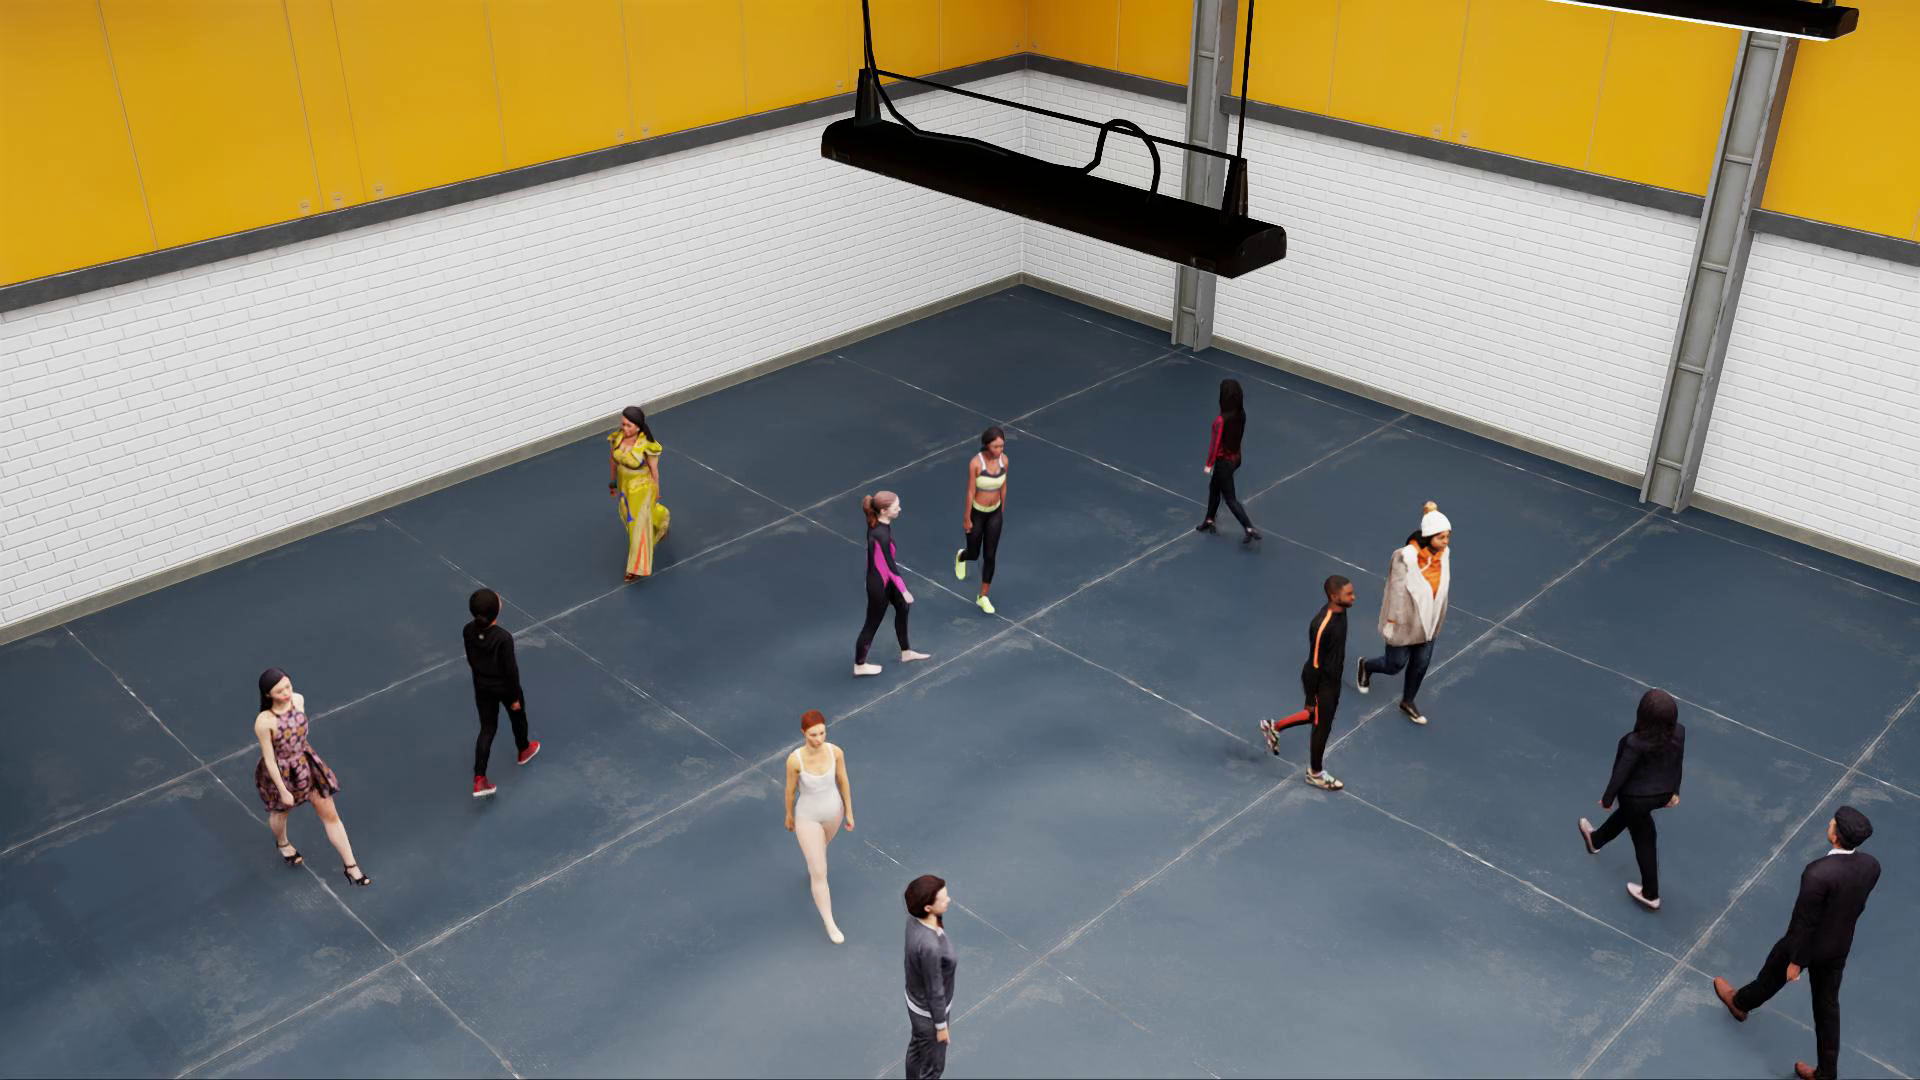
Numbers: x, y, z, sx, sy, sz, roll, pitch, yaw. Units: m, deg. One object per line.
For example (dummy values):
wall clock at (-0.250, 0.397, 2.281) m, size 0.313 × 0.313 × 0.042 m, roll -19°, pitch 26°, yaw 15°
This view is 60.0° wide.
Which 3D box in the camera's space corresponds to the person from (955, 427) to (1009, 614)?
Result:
person at (0.175, -0.238, 14.666) m, size 0.826 × 1.727 × 1.039 m, roll -9°, pitch 30°, yaw -16°

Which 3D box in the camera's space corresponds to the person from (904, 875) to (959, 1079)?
person at (-0.183, 2.610, 9.401) m, size 0.750 × 1.768 × 0.621 m, roll -8°, pitch 30°, yaw -14°

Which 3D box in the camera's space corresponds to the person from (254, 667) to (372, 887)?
person at (-4.593, 1.600, 11.307) m, size 1.194 × 1.718 × 0.850 m, roll 14°, pitch 31°, yaw 23°

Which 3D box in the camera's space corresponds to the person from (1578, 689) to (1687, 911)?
person at (4.644, 1.769, 11.152) m, size 0.878 × 1.569 × 1.158 m, roll -14°, pitch 32°, yaw -24°

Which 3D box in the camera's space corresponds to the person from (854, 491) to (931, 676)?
person at (-0.732, 0.392, 13.524) m, size 0.924 × 1.714 × 0.918 m, roll -5°, pitch 29°, yaw -10°

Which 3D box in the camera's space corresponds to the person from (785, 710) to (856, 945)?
person at (-0.965, 1.797, 11.078) m, size 0.806 × 1.590 × 1.151 m, roll -13°, pitch 31°, yaw -23°

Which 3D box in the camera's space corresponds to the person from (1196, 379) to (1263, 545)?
person at (2.576, -0.698, 15.595) m, size 0.995 × 1.644 × 0.693 m, roll 19°, pitch 34°, yaw 31°

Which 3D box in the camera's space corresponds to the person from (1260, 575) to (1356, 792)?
person at (2.588, 1.023, 12.290) m, size 1.025 × 1.789 × 0.771 m, roll 17°, pitch 33°, yaw 28°

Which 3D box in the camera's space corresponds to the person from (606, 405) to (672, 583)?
person at (-2.922, -0.502, 15.254) m, size 1.204 × 1.627 × 1.030 m, roll 13°, pitch 31°, yaw 23°

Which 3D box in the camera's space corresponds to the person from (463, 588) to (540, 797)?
person at (-3.457, 1.135, 12.237) m, size 1.103 × 1.642 × 1.009 m, roll 7°, pitch 29°, yaw 13°

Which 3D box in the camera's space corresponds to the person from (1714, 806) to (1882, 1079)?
person at (5.060, 2.425, 9.682) m, size 1.108 × 1.824 × 1.345 m, roll -8°, pitch 30°, yaw -15°

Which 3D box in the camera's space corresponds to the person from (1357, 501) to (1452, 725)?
person at (3.503, 0.541, 13.084) m, size 0.877 × 1.875 × 1.016 m, roll -12°, pitch 31°, yaw -20°
